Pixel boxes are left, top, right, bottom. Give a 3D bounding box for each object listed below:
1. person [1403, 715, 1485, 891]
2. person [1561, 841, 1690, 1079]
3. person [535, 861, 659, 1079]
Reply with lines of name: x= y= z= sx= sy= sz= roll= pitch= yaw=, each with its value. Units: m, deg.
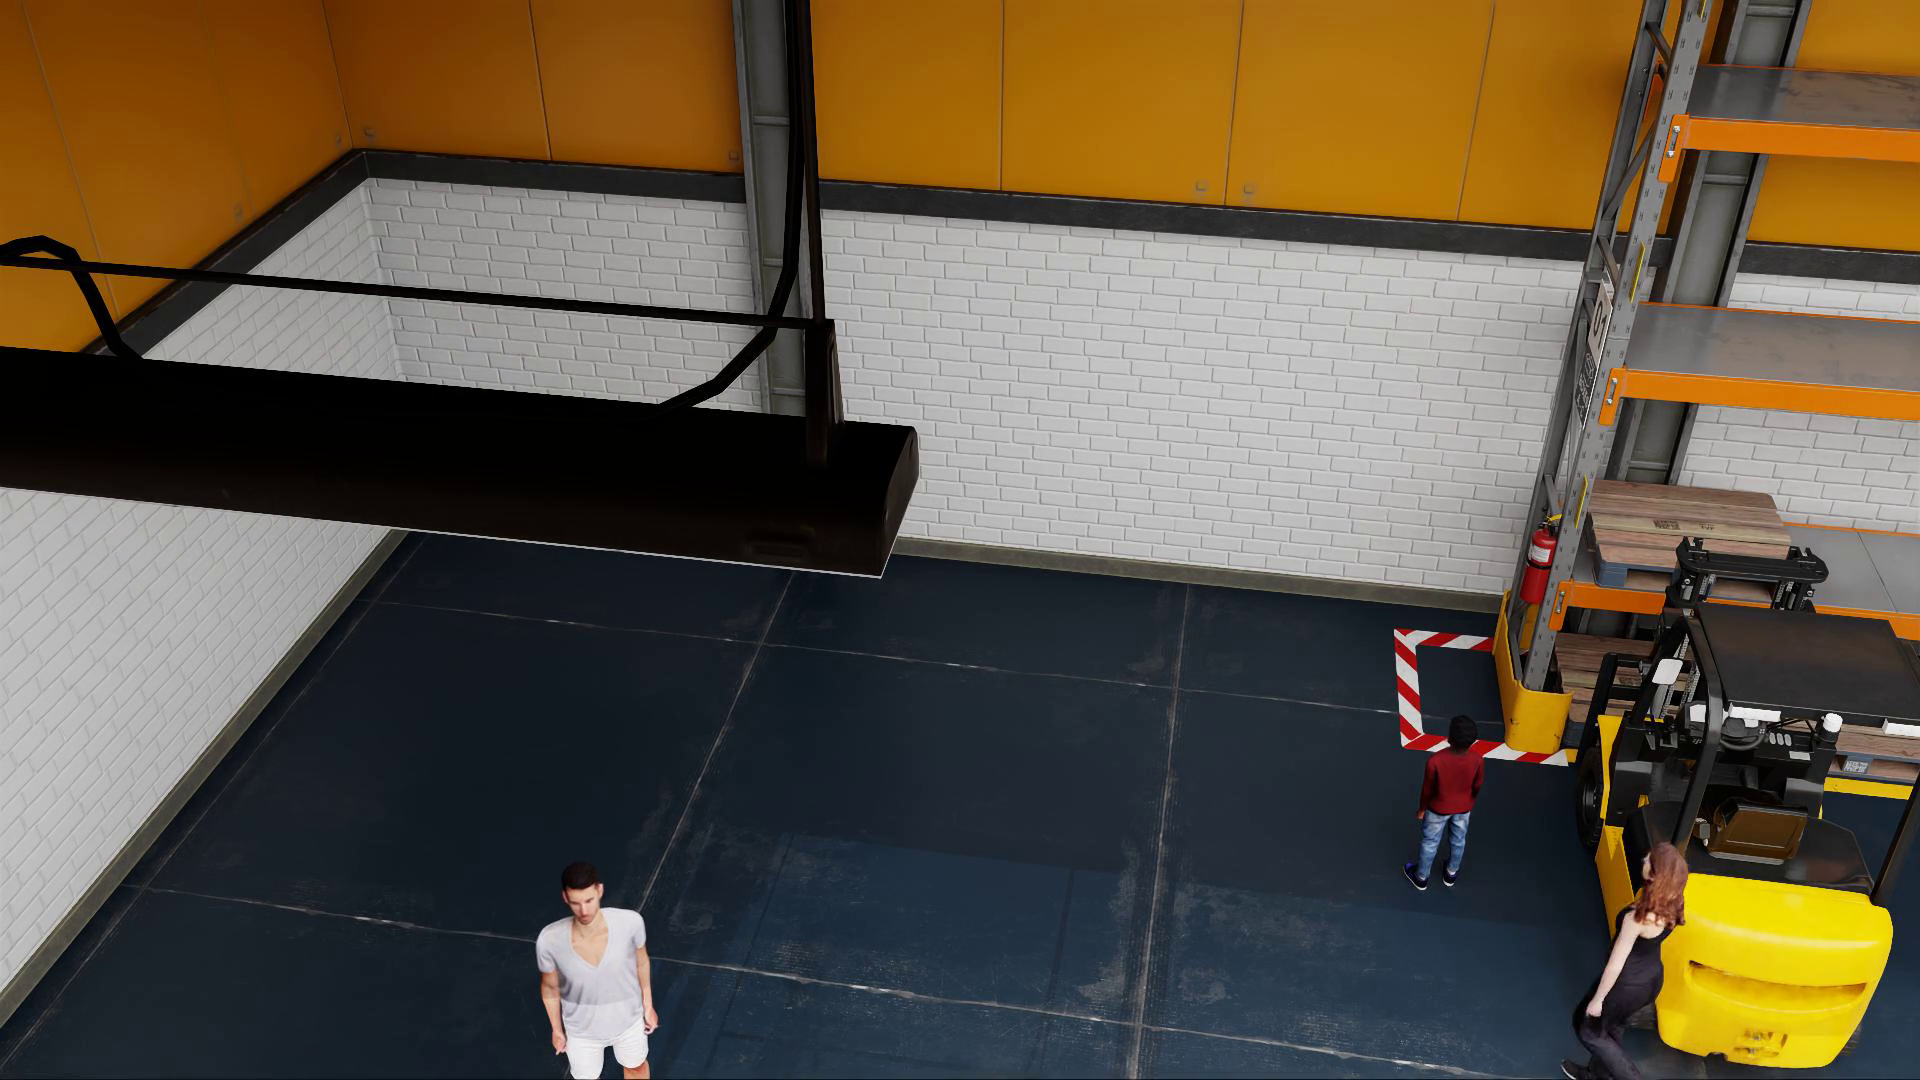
person: x=2.858 y=1.539 z=9.724 sx=0.487 sy=1.256 sz=0.609 roll=-3 pitch=34 yaw=-4
person: x=3.381 y=2.241 z=8.236 sx=0.847 sy=1.733 sz=0.919 roll=-24 pitch=41 yaw=-32
person: x=-1.737 y=2.275 z=8.074 sx=0.705 sy=1.856 sz=0.826 roll=-12 pitch=35 yaw=-17
